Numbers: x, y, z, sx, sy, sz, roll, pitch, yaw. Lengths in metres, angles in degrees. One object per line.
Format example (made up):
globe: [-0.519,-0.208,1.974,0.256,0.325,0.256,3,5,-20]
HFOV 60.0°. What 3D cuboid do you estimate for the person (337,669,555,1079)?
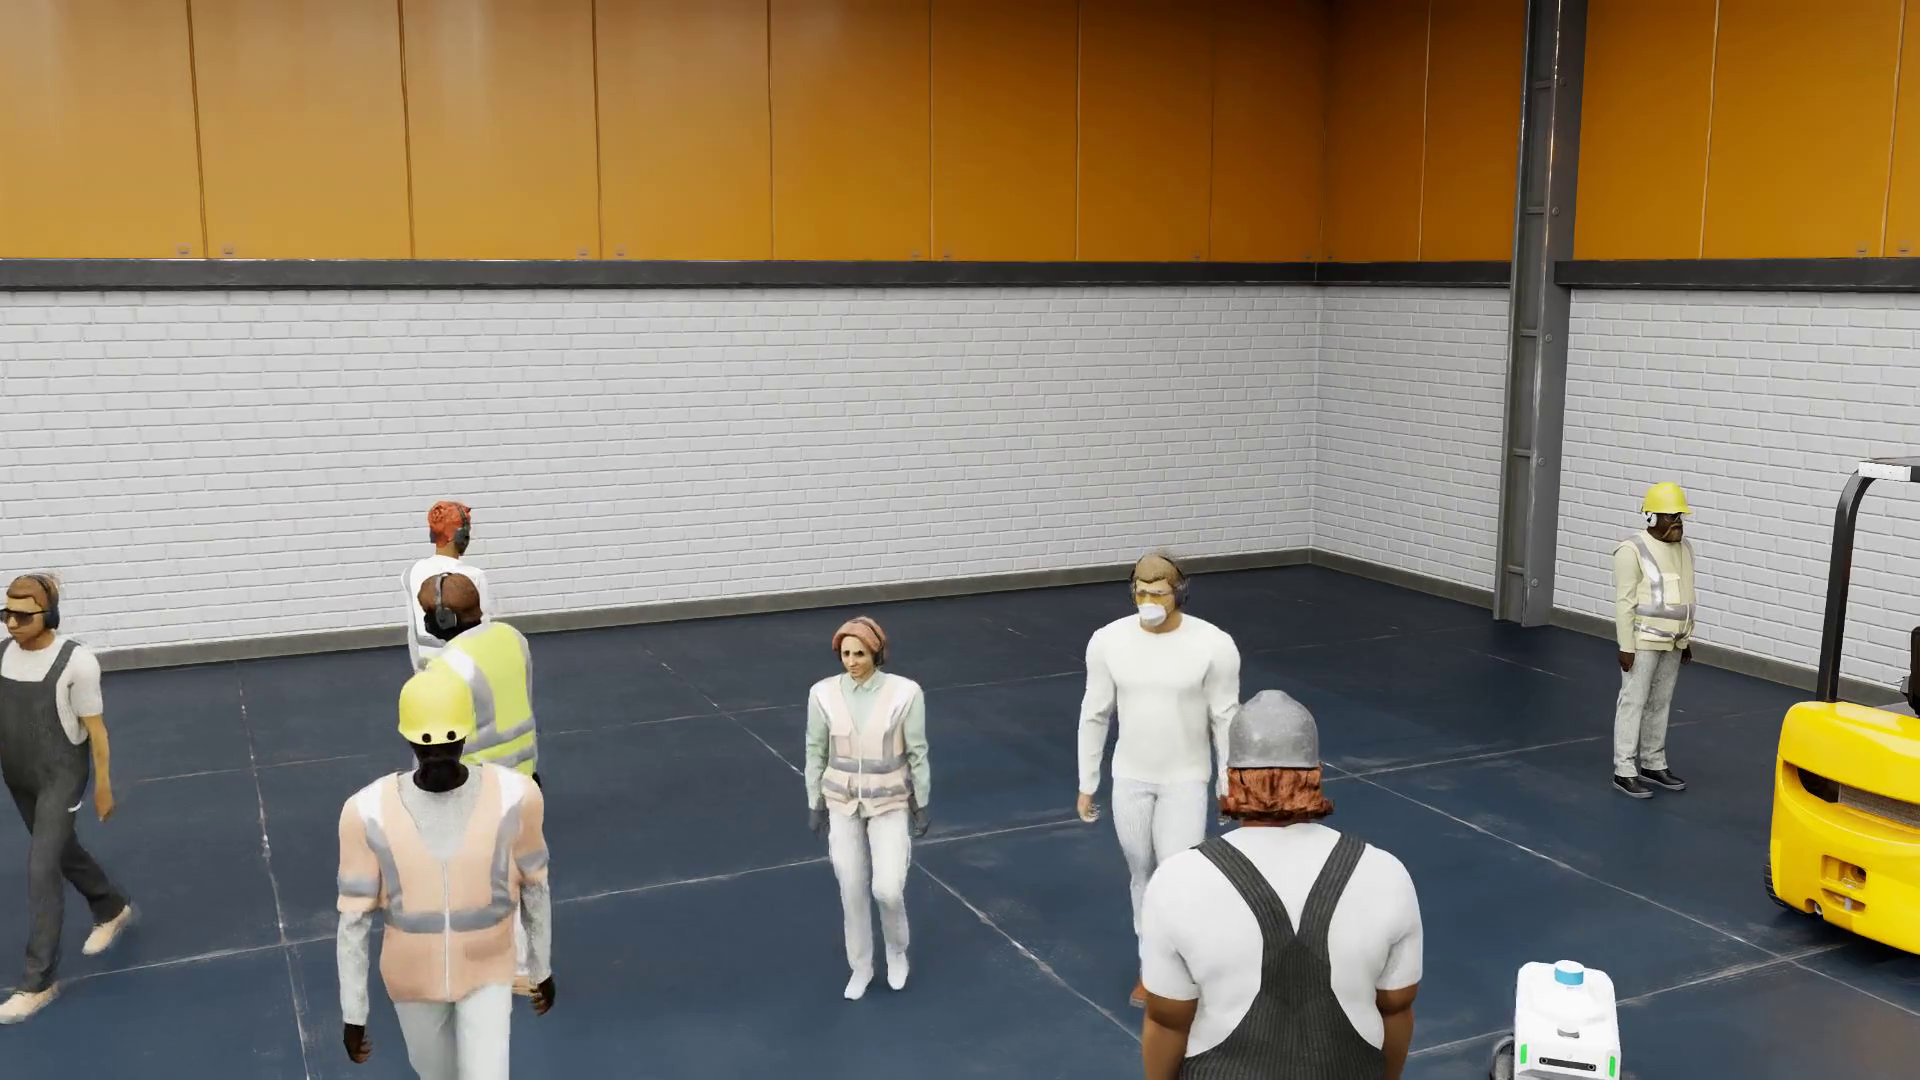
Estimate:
person: [-1.523,1.308,4.945,0.612,1.873,1.000,-2,9,-14]

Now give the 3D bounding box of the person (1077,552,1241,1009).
person: [0.772,1.003,6.705,0.653,1.917,0.637,4,10,23]

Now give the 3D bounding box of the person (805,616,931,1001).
person: [-0.389,1.120,6.887,0.520,1.624,0.378,2,9,11]

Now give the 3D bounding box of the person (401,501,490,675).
person: [-2.588,0.729,8.547,0.581,1.881,0.370,6,11,32]

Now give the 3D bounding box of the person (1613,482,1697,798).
person: [4.051,0.570,9.675,0.591,1.833,0.403,-5,11,-30]

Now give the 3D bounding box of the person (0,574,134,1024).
person: [-3.851,1.011,7.067,0.529,1.805,0.965,2,9,12]

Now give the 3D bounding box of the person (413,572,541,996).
person: [-2.100,1.021,6.947,0.761,1.809,0.639,3,10,16]

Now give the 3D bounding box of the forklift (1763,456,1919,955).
forklift: [4.857,0.731,7.561,2.313,2.155,1.214,-4,10,-25]

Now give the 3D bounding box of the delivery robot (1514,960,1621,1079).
delivery robot: [2.177,1.757,5.977,0.477,0.478,0.707,3,10,19]
